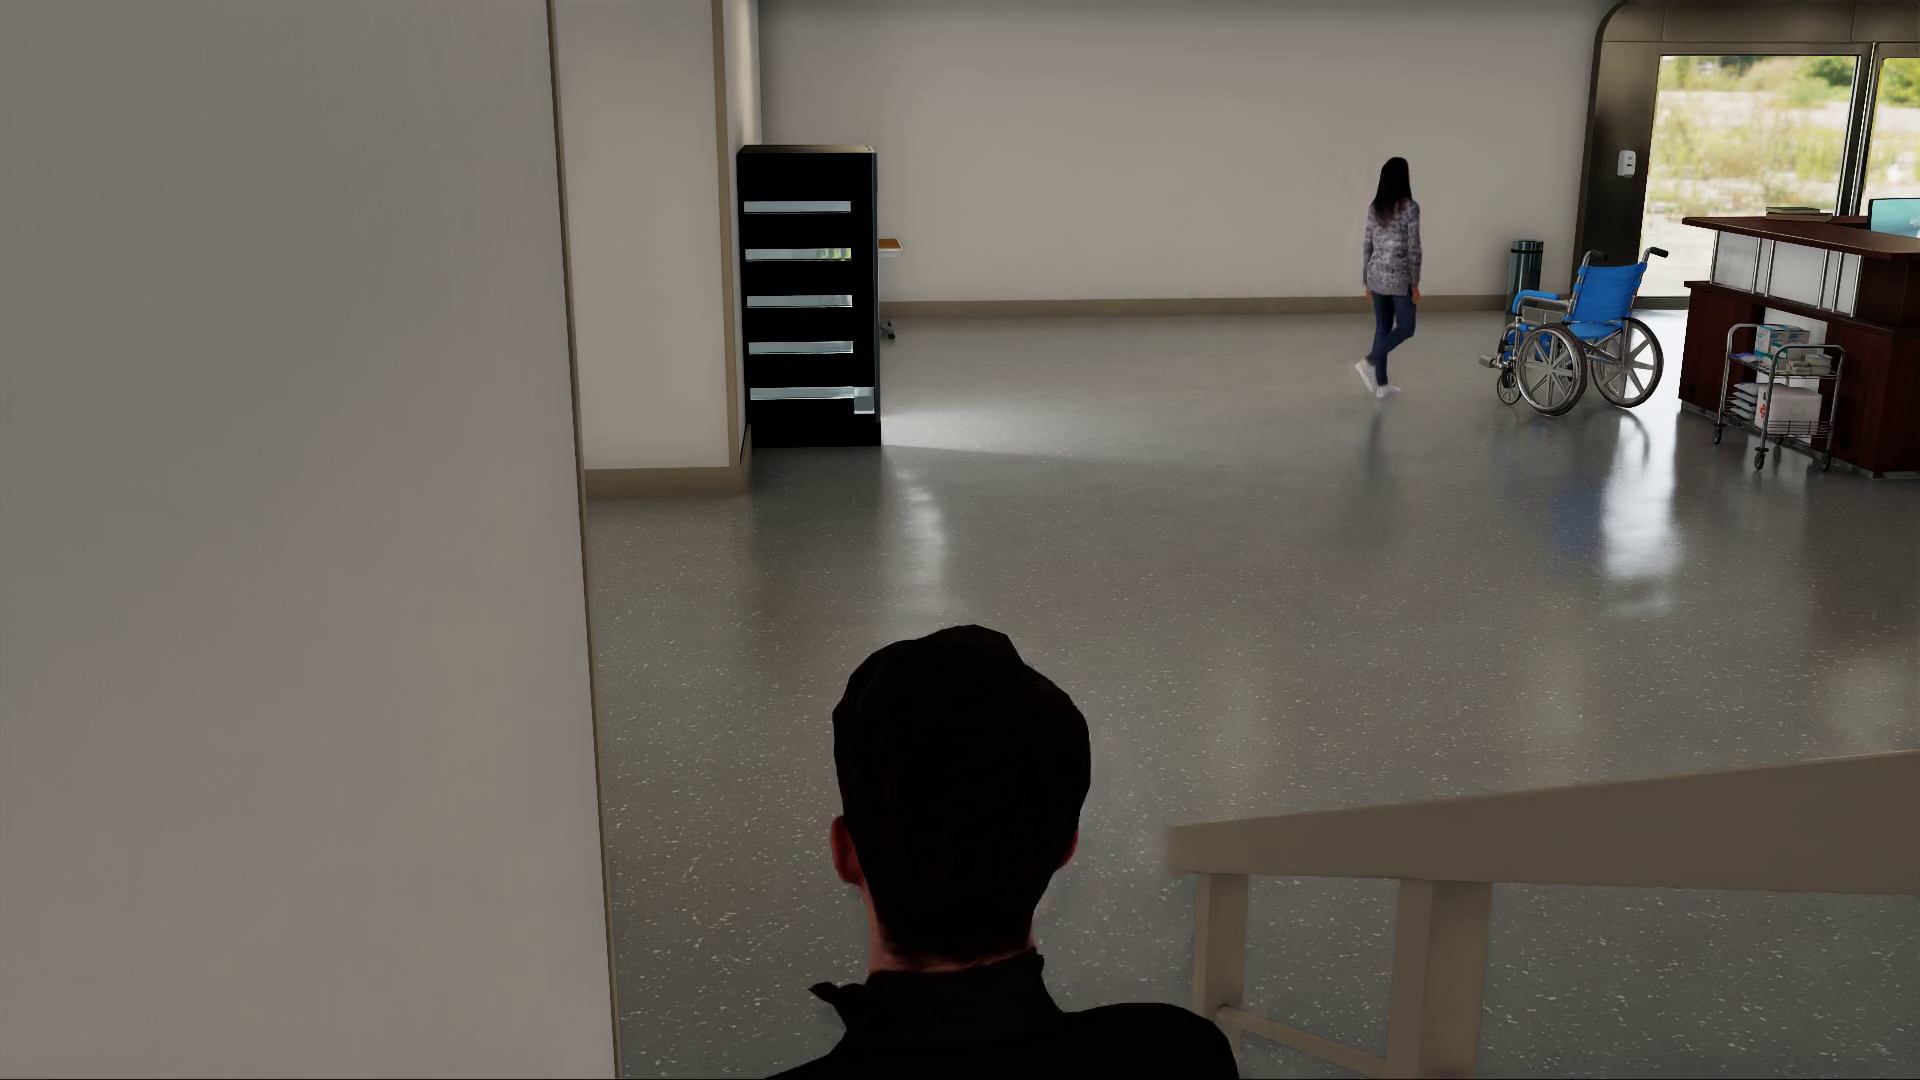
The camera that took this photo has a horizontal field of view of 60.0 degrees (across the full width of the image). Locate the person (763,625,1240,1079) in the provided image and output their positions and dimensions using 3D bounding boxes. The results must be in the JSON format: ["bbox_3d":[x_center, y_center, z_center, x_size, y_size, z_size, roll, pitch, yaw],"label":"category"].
[{"bbox_3d":[0.030,1.028,1.330,0.734,1.908,0.772,-3,16,-11],"label":"person"}]

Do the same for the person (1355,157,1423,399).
[{"bbox_3d":[3.017,-1.832,11.823,0.939,1.719,0.932,-12,20,-36],"label":"person"}]
